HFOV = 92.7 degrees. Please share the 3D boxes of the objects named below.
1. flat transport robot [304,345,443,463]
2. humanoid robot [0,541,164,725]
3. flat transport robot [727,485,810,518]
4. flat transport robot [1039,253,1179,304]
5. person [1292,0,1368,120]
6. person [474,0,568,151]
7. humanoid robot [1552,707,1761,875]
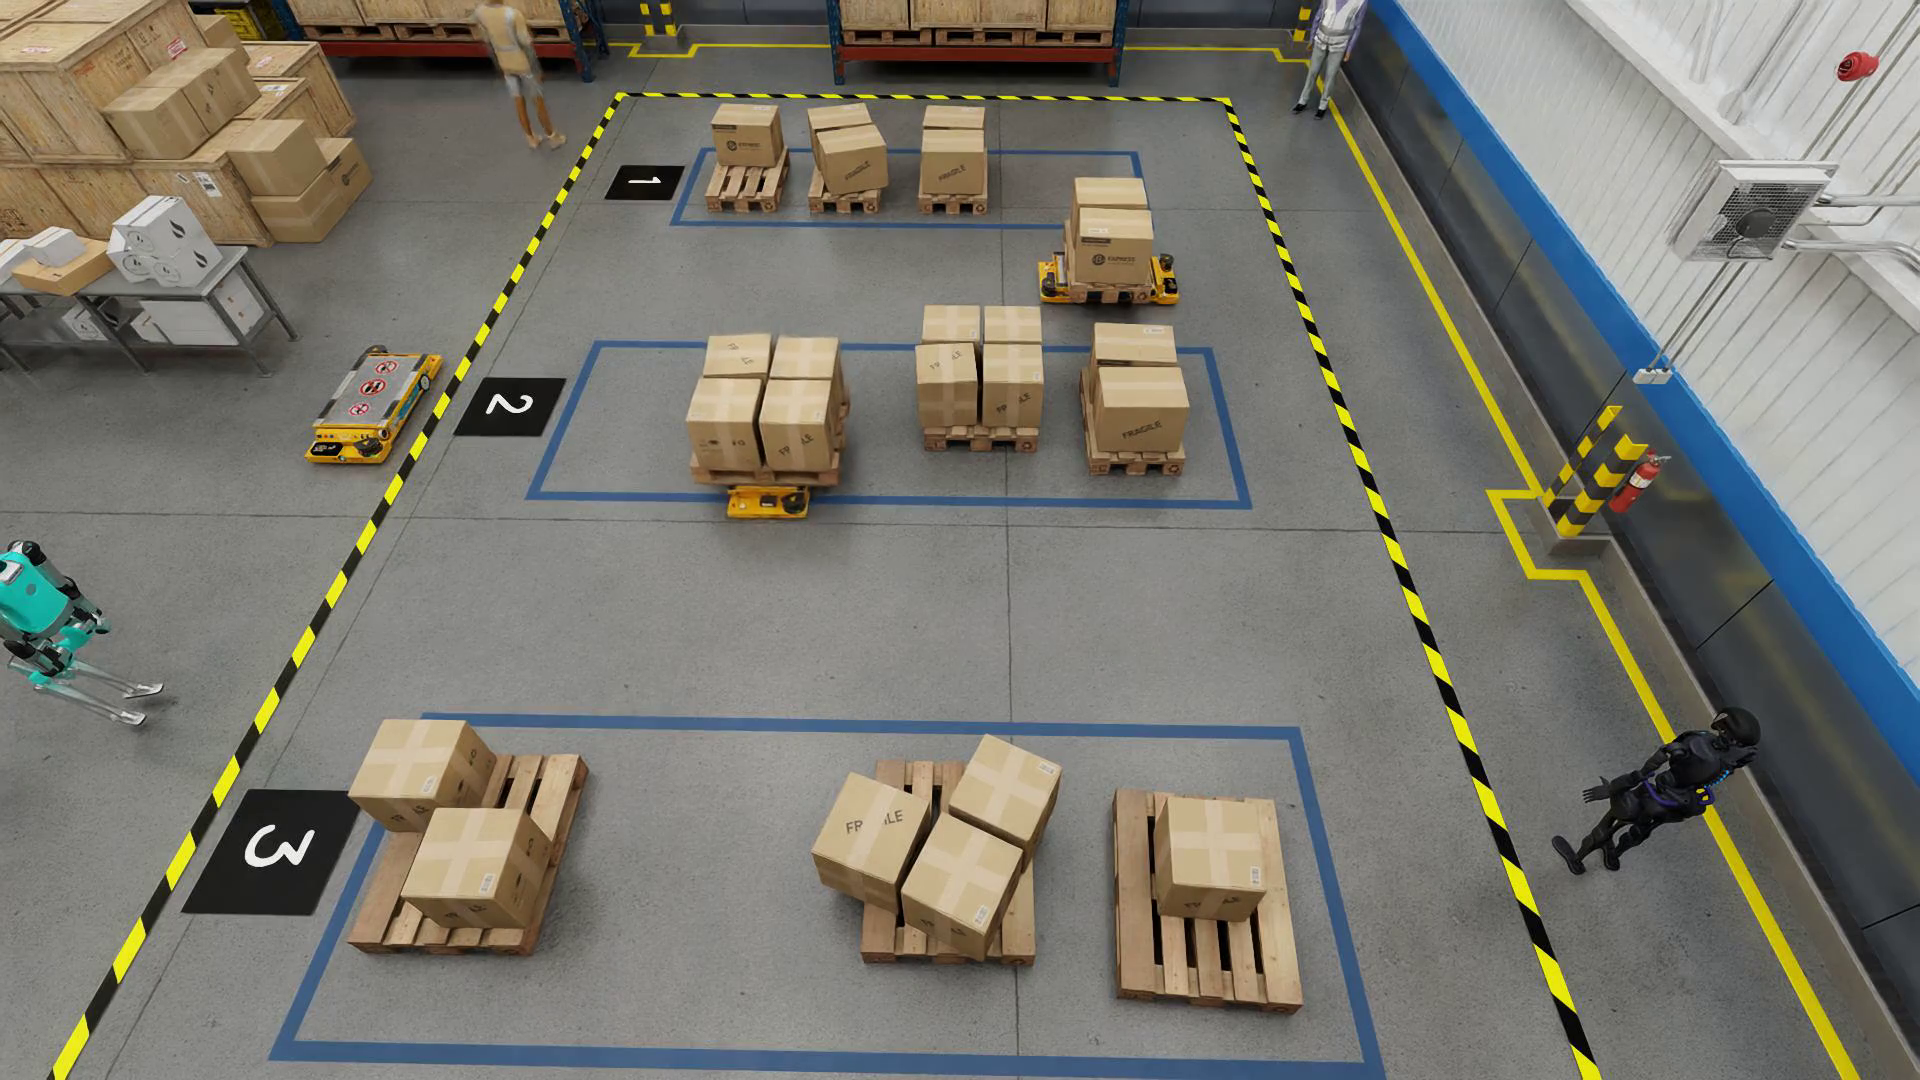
[{"bbox_3d":[-5.383,-1.269,8.441,0.659,0.231,1.431,1,50,1],"label":"flat transport robot"},{"bbox_3d":[-5.855,0.605,5.805,0.735,1.677,0.533,0,50,0],"label":"humanoid robot"},{"bbox_3d":[-1.593,-0.780,8.009,0.652,0.197,1.431,1,50,1],"label":"flat transport robot"},{"bbox_3d":[1.566,-2.781,9.702,1.431,0.197,0.652,1,50,1],"label":"flat transport robot"},{"bbox_3d":[4.743,-6.355,11.719,0.601,1.830,0.404,29,56,22],"label":"person"},{"bbox_3d":[-5.336,-5.760,11.080,0.613,2.040,0.388,7,50,6],"label":"person"},{"bbox_3d":[3.955,1.445,5.212,0.599,1.657,0.315,-1,50,-1],"label":"humanoid robot"}]
